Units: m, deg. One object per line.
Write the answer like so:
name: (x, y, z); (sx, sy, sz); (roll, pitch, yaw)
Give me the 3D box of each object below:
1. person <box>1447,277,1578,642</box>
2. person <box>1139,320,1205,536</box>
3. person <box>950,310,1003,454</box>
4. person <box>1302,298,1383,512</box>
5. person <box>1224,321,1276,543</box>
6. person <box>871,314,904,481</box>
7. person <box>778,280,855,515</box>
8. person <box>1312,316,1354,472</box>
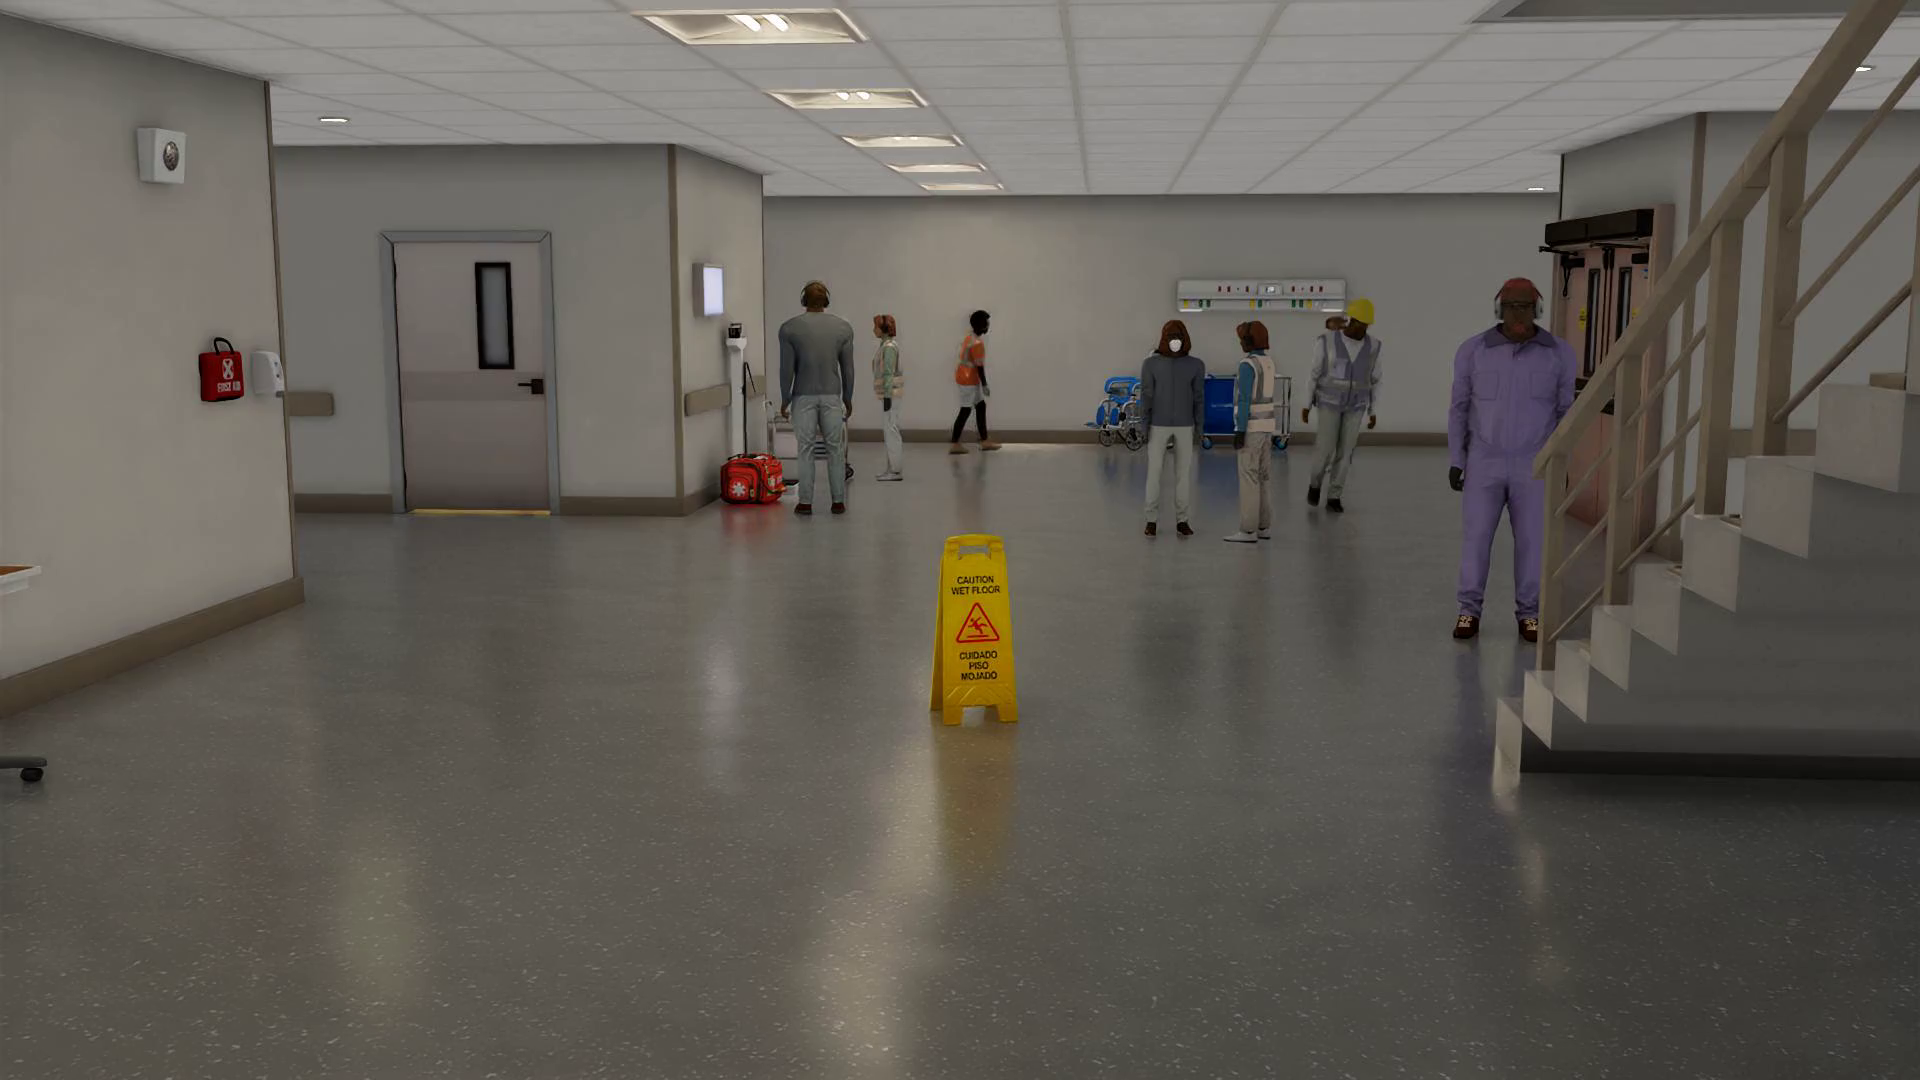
person: (2.892, -0.417, 8.750); (0.642, 1.909, 0.410); (2, 9, 15)
person: (1.604, -0.843, 12.566); (0.499, 1.634, 0.279); (0, 8, -3)
person: (0.198, -1.793, 18.980); (0.675, 1.647, 0.585); (0, 8, -1)
person: (3.209, -1.124, 13.941); (0.657, 1.792, 0.485); (-1, 8, -4)
person: (2.170, -0.796, 12.265); (0.312, 1.632, 0.526); (5, 10, 30)
person: (-0.707, -1.392, 16.330); (0.316, 1.632, 0.520); (-1, 8, -7)
person: (-1.185, -1.172, 13.776); (0.633, 1.938, 0.356); (-2, 9, -14)
person: (3.918, -1.520, 17.244); (0.730, 1.612, 0.525); (-8, 12, -44)
